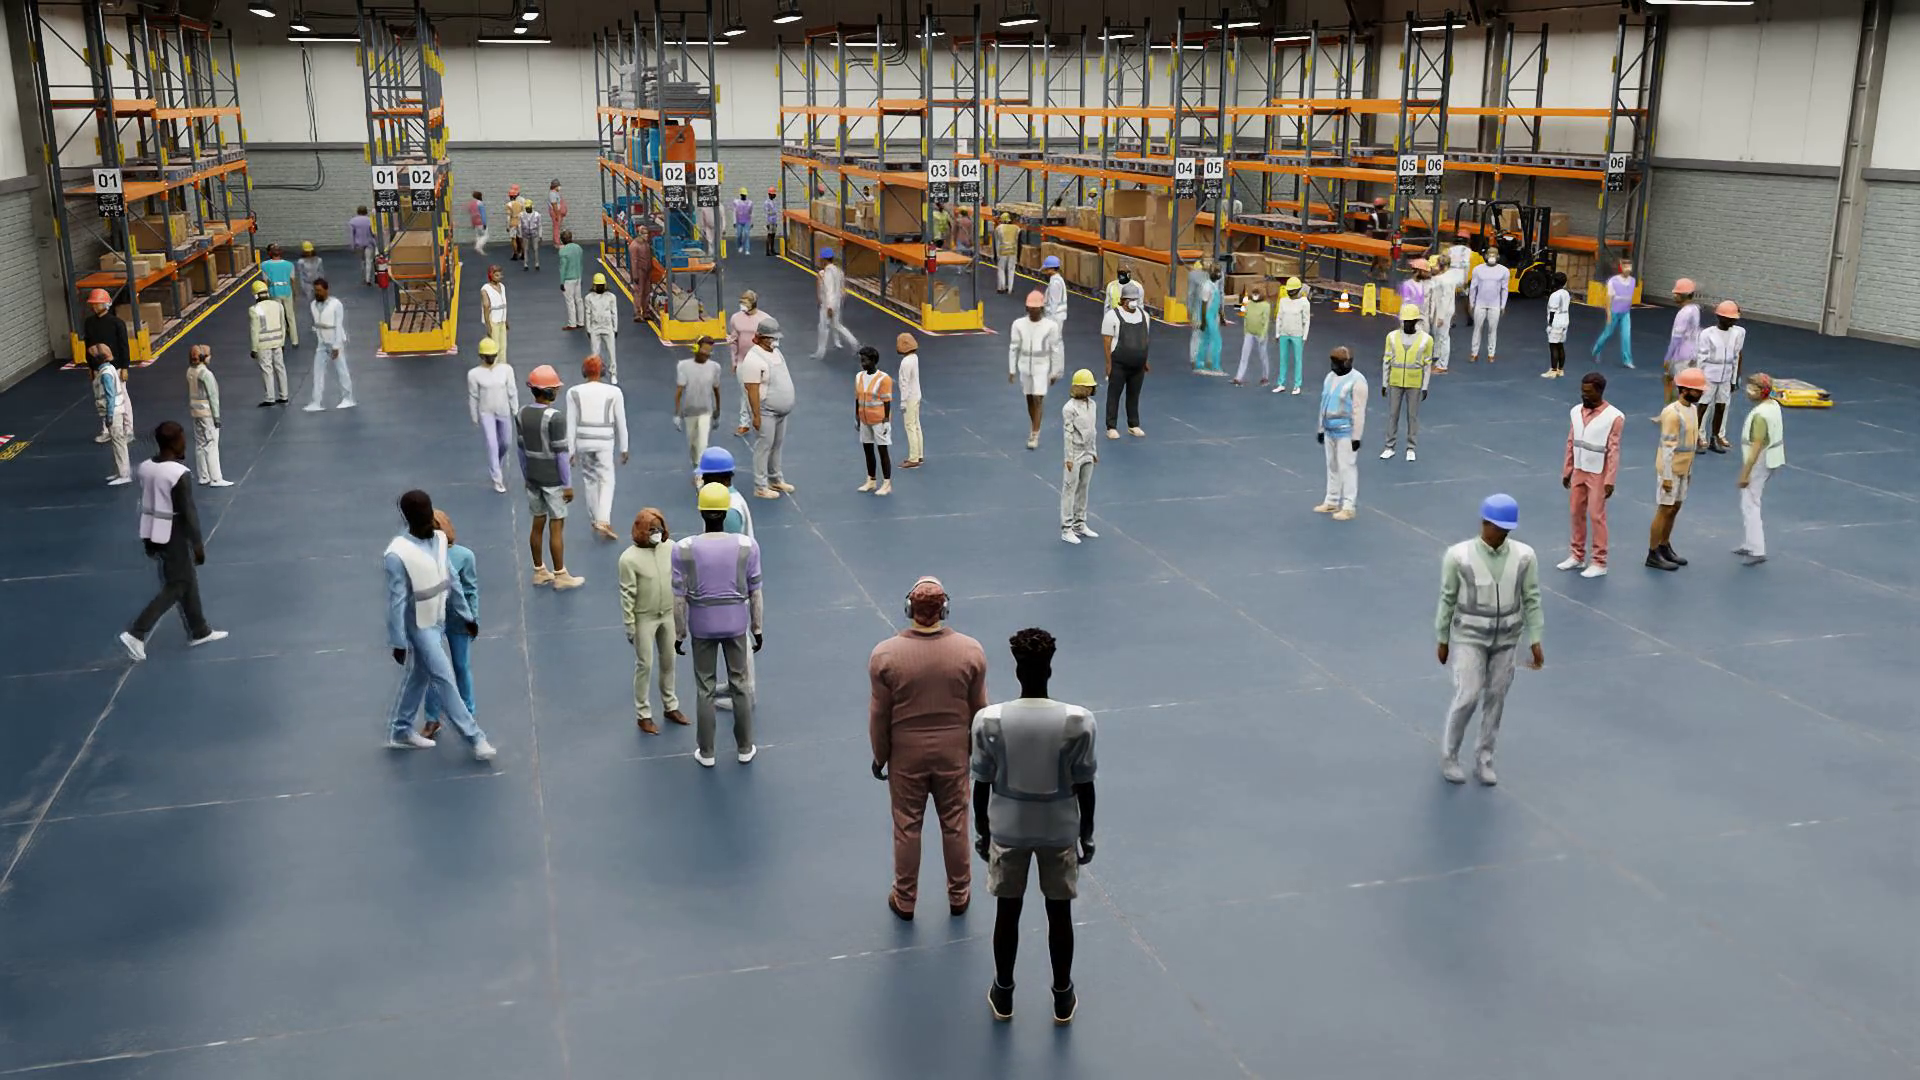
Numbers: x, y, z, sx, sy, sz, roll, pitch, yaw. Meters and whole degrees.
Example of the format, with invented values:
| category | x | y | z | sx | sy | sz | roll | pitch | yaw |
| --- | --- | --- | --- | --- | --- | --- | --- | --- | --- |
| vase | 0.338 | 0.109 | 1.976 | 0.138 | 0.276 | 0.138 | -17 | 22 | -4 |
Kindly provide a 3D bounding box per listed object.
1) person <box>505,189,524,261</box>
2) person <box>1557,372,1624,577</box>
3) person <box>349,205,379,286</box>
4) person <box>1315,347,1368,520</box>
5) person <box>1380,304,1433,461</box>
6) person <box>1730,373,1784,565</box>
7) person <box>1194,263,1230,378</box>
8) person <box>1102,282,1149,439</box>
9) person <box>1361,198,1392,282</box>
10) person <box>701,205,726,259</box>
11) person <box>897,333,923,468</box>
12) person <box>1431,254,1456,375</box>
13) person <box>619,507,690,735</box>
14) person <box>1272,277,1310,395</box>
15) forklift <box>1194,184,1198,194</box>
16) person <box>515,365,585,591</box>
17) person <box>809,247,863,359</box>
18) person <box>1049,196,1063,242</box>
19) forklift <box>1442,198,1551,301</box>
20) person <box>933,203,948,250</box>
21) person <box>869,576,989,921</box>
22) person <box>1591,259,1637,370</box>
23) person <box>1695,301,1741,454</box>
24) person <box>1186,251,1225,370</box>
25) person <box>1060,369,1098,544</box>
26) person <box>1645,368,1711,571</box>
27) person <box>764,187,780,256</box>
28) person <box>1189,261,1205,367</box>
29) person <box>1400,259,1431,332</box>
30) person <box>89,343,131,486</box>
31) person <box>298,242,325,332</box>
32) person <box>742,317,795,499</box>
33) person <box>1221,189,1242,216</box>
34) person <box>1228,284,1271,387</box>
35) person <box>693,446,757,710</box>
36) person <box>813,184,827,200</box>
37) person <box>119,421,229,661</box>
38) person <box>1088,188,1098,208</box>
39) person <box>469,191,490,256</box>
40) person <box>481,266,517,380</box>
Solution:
| category | x | y | z | sx | sy | sz | roll | pitch | yaw |
| --- | --- | --- | --- | --- | --- | --- | --- | --- | --- |
| person | -12.234 | -8.659 | 45.716 | 0.549 | 1.936 | 0.377 | -14 | 21 | -43 |
| person | 5.906 | -0.622 | 15.544 | 0.388 | 1.905 | 0.601 | -7 | 16 | -25 |
| person | -14.159 | -7.016 | 39.639 | 0.651 | 1.884 | 1.012 | -3 | 15 | -11 |
| person | 4.036 | -1.139 | 17.634 | 0.430 | 1.835 | 0.634 | -6 | 16 | -23 |
| person | 5.477 | -1.935 | 20.437 | 0.587 | 1.928 | 0.362 | 7 | 16 | 24 |
| person | 7.682 | -0.689 | 15.963 | 0.395 | 1.836 | 0.648 | 12 | 19 | 39 |
| person | 4.095 | -3.507 | 26.570 | 0.765 | 1.817 | 0.527 | 6 | 16 | 20 |
| person | 2.214 | -2.348 | 21.772 | 0.672 | 2.000 | 0.536 | -7 | 16 | -24 |
| person | 10.173 | -7.338 | 40.654 | 0.626 | 1.979 | 1.064 | -6 | 16 | -23 |
| person | -6.670 | -8.443 | 45.096 | 0.663 | 1.855 | 1.010 | 0 | 15 | -2 |
| person | -0.617 | -1.685 | 20.082 | 0.287 | 1.627 | 0.497 | 3 | 15 | 11 |
| person | 7.783 | -3.635 | 26.820 | 0.376 | 1.936 | 0.627 | 5 | 16 | 17 |
| person | -2.147 | 0.555 | 11.649 | 0.284 | 1.624 | 0.508 | 13 | 19 | 40 |
| person | 4.990 | -3.074 | 25.044 | 0.522 | 1.761 | 0.327 | 10 | 18 | 34 |
| forklift | 7.392 | -11.333 | 53.972 | 1.873 | 2.768 | 1.129 | -4 | 15 | -15 |
| person | -3.720 | -0.561 | 15.042 | 0.606 | 2.045 | 0.389 | 11 | 18 | 36 |
| person | -2.133 | -4.031 | 28.348 | 0.831 | 1.924 | 0.621 | 2 | 15 | 7 |
| person | 2.629 | -8.250 | 44.417 | 0.524 | 1.823 | 1.001 | -4 | 15 | -14 |
| forklift | 11.913 | -6.508 | 37.130 | 2.313 | 2.155 | 1.214 | -4 | 15 | -15 |
| person | -0.635 | -8.774 | 46.257 | 0.646 | 1.879 | 0.755 | -10 | 18 | -33 |
| person | -0.171 | 1.124 | 8.966 | 0.645 | 1.908 | 0.408 | -2 | 15 | -8 |
| person | 10.901 | -3.771 | 27.601 | 0.582 | 1.812 | 0.963 | -5 | 16 | -18 |
| person | 9.473 | -2.025 | 20.783 | 0.549 | 1.928 | 0.387 | -2 | 15 | -8 |
| person | 4.019 | -3.760 | 27.282 | 0.637 | 1.938 | 0.355 | -2 | 15 | -7 |
| person | 1.222 | -0.849 | 16.702 | 0.296 | 1.745 | 0.485 | 12 | 19 | 38 |
| person | 6.782 | -0.670 | 15.686 | 0.540 | 1.929 | 0.390 | -14 | 20 | -42 |
| person | -5.301 | -8.994 | 47.000 | 0.380 | 1.928 | 0.546 | 5 | 16 | 19 |
| person | 3.992 | -3.755 | 27.637 | 0.408 | 1.743 | 0.592 | -2 | 15 | -7 |
| person | 7.124 | -3.475 | 26.255 | 0.567 | 1.918 | 0.458 | -12 | 19 | -38 |
| person | -9.792 | -1.455 | 19.180 | 0.311 | 1.640 | 0.514 | -7 | 17 | -25 |
| person | -12.232 | -4.781 | 31.557 | 0.498 | 1.702 | 0.827 | -11 | 18 | -35 |
| person | -2.105 | -1.485 | 18.525 | 0.536 | 2.000 | 0.686 | 5 | 16 | 19 |
| person | 7.512 | -8.773 | 46.131 | 0.615 | 1.942 | 0.408 | 8 | 17 | 28 |
| person | 4.511 | -3.131 | 25.576 | 0.508 | 1.583 | 0.856 | 13 | 19 | 39 |
| person | -1.700 | 0.269 | 12.129 | 0.429 | 1.937 | 0.627 | -3 | 15 | -12 |
| person | -4.103 | -9.463 | 48.768 | 0.576 | 1.923 | 0.476 | -14 | 20 | -43 |
| person | -6.351 | 0.004 | 13.243 | 0.605 | 1.887 | 0.870 | 11 | 18 | 35 |
| person | 3.997 | -9.777 | 50.323 | 0.344 | 1.735 | 0.483 | 4 | 15 | 13 |
| person | -13.560 | -8.920 | 46.919 | 0.636 | 1.825 | 0.431 | 13 | 19 | 40 |
| person | -7.284 | -3.384 | 26.083 | 0.406 | 1.831 | 0.574 | 4 | 15 | 14 |
